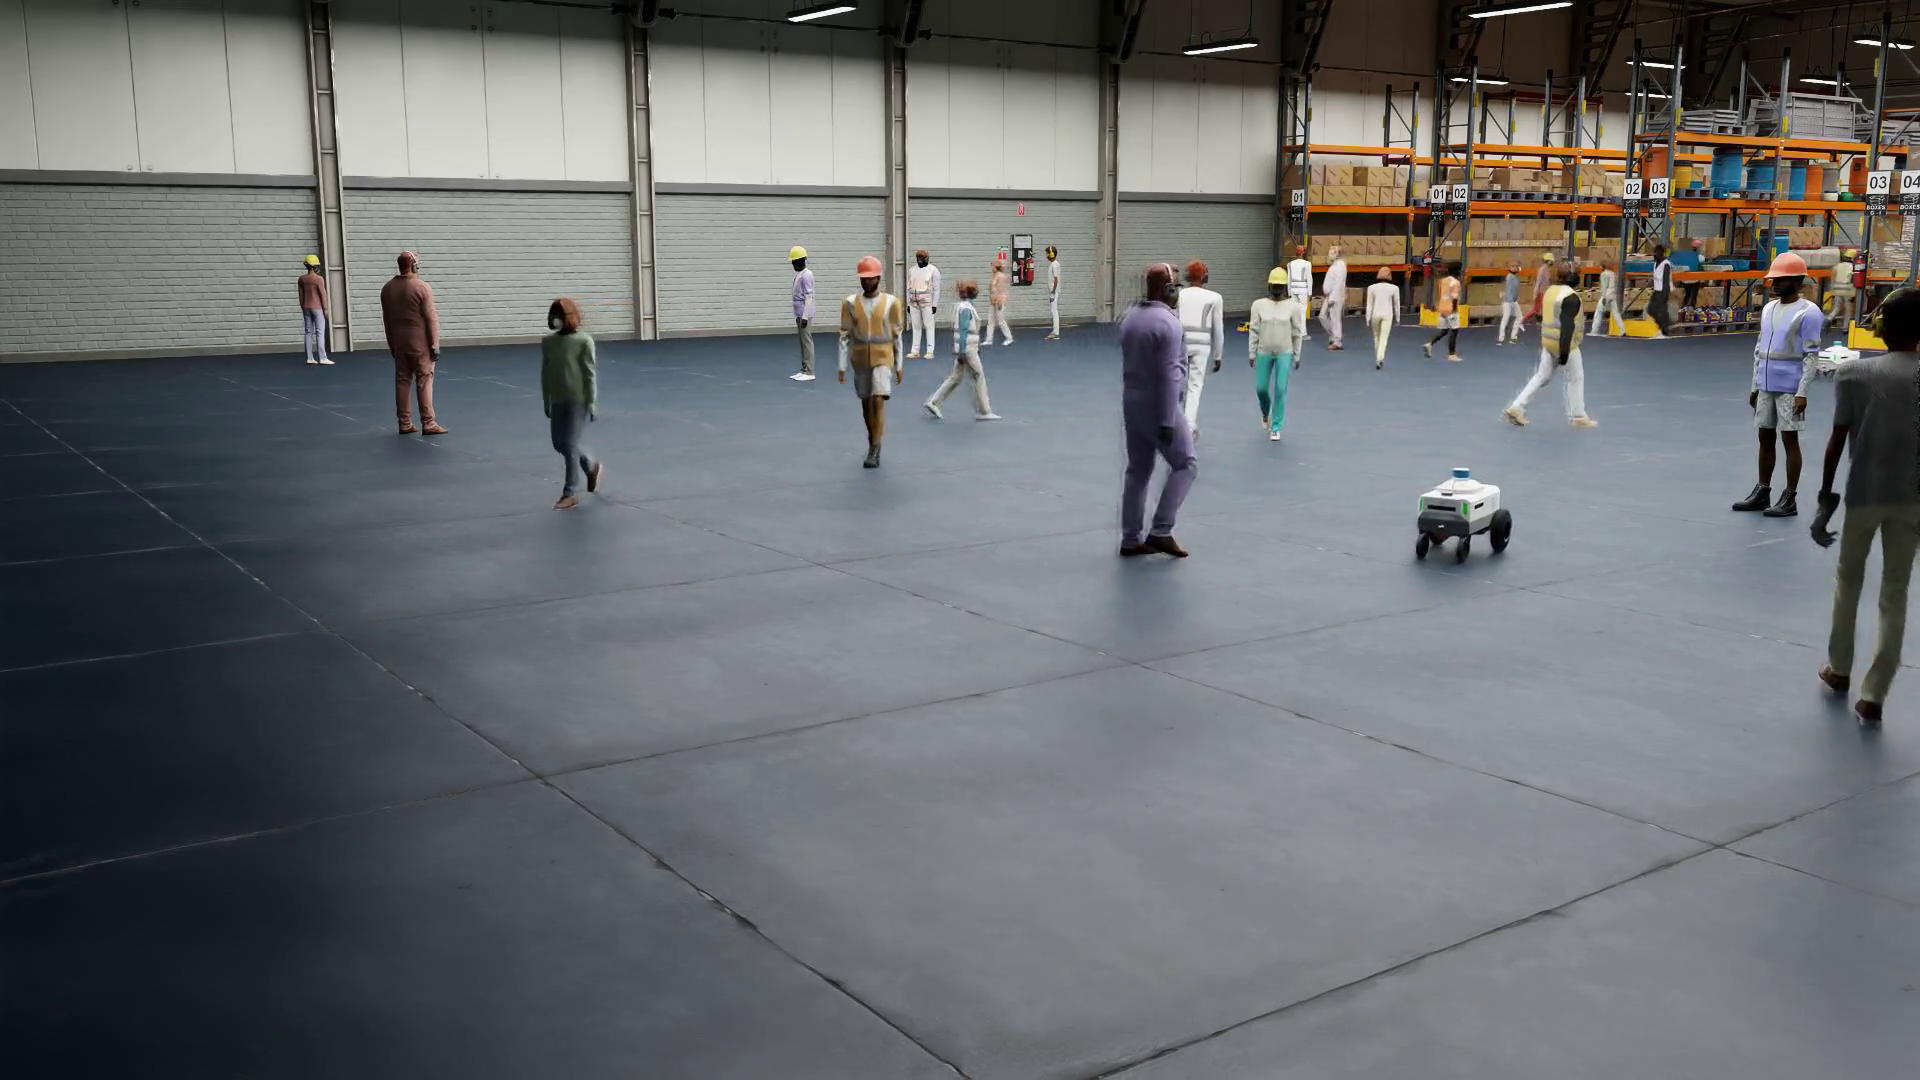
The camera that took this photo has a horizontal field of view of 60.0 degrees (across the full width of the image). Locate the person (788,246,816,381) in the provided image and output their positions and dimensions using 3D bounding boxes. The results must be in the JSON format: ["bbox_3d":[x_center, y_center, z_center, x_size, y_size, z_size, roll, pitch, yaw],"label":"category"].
[{"bbox_3d":[-2.269,-3.243,23.880,0.382,1.917,0.585,-3,11,-14],"label":"person"}]

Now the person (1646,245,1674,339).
[{"bbox_3d":[14.157,-4.998,33.588,0.474,1.885,0.692,0,10,1],"label":"person"}]

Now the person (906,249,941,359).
[{"bbox_3d":[-0.644,-3.993,28.196,0.627,1.845,0.429,6,12,29],"label":"person"}]

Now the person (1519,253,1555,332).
[{"bbox_3d":[12.411,-5.316,35.759,0.809,1.726,0.539,7,12,33],"label":"person"}]

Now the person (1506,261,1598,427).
[{"bbox_3d":[6.429,-2.104,17.968,0.942,1.807,0.634,-1,10,-5],"label":"person"}]

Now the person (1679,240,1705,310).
[{"bbox_3d":[18.043,-6.386,40.932,0.439,1.976,0.652,-7,13,-35],"label":"person"}]

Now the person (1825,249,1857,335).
[{"bbox_3d":[18.488,-5.185,34.814,0.619,1.811,0.598,-6,12,-31],"label":"person"}]

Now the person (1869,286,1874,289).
[{"bbox_3d":[23.517,-6.640,42.492,0.570,1.922,0.546,-6,12,-30],"label":"person"}]

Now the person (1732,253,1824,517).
[{"bbox_3d":[6.053,-1.139,12.286,0.360,1.938,0.546,-3,11,-18],"label":"person"}]

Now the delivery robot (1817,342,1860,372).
[{"bbox_3d":[12.565,-2.601,23.835,0.707,0.478,0.477,-7,12,-34],"label":"delivery robot"}]

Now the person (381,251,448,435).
[{"bbox_3d":[-5.676,-2.044,17.322,0.641,1.913,0.407,4,11,20],"label":"person"}]

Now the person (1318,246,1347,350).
[{"bbox_3d":[6.806,-4.411,30.363,0.445,1.889,0.649,0,10,-2],"label":"person"}]

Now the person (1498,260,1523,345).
[{"bbox_3d":[10.497,-4.492,31.528,0.554,1.618,0.498,9,13,40],"label":"person"}]

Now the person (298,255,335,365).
[{"bbox_3d":[-10.418,-3.711,26.856,0.522,1.768,0.312,4,11,20],"label":"person"}]

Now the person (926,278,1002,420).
[{"bbox_3d":[0.023,-2.147,18.719,0.821,1.608,0.508,-1,10,-4],"label":"person"}]

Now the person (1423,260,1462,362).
[{"bbox_3d":[7.988,-3.760,27.354,0.561,1.677,0.532,-3,11,-14],"label":"person"}]

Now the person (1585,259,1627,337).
[{"bbox_3d":[13.396,-4.977,34.253,0.542,1.597,0.783,-9,14,-41],"label":"person"}]

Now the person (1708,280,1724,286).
[{"bbox_3d":[21.464,-7.497,46.984,0.984,1.994,0.612,-8,13,-37],"label":"person"}]

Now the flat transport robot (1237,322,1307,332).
[{"bbox_3d":[6.663,-4.540,35.502,0.652,0.197,1.431,-7,13,-34],"label":"flat transport robot"}]

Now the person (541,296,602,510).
[{"bbox_3d":[-2.955,-1.062,12.758,0.506,1.612,0.646,5,12,26],"label":"person"}]

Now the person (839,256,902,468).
[{"bbox_3d":[-0.806,-1.637,15.157,0.563,1.895,0.992,1,10,7],"label":"person"}]

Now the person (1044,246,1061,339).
[{"bbox_3d":[1.870,-4.992,33.615,0.328,1.865,0.519,0,10,2],"label":"person"}]

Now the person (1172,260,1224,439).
[{"bbox_3d":[2.296,-1.861,16.569,0.617,1.833,1.009,4,11,19],"label":"person"}]

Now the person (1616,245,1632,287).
[{"bbox_3d":[18.312,-7.180,45.710,0.415,1.819,0.626,-7,13,-35],"label":"person"}]

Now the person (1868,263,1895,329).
[{"bbox_3d":[20.856,-5.683,37.548,0.855,1.824,0.520,-7,13,-34],"label":"person"}]

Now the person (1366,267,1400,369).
[{"bbox_3d":[6.636,-3.489,26.121,0.505,1.591,0.856,4,11,22],"label":"person"}]

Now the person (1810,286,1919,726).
[{"bbox_3d":[4.001,-0.167,7.210,0.566,1.836,0.840,4,11,23],"label":"person"}]

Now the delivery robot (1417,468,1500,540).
[{"bbox_3d":[3.246,-0.225,10.808,0.477,0.478,0.707,7,12,34],"label":"delivery robot"}]

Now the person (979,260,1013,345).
[{"bbox_3d":[0.711,-4.489,31.552,0.558,1.637,0.527,-3,11,-18],"label":"person"}]

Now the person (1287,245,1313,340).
[{"bbox_3d":[6.814,-4.949,33.325,0.355,1.883,0.574,-10,14,-44],"label":"person"}]

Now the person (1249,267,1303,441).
[{"bbox_3d":[3.219,-1.901,16.956,0.535,1.752,0.489,3,11,16],"label":"person"}]

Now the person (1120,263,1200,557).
[{"bbox_3d":[1.277,-0.817,10.662,0.521,1.888,0.660,-5,12,-27],"label":"person"}]
